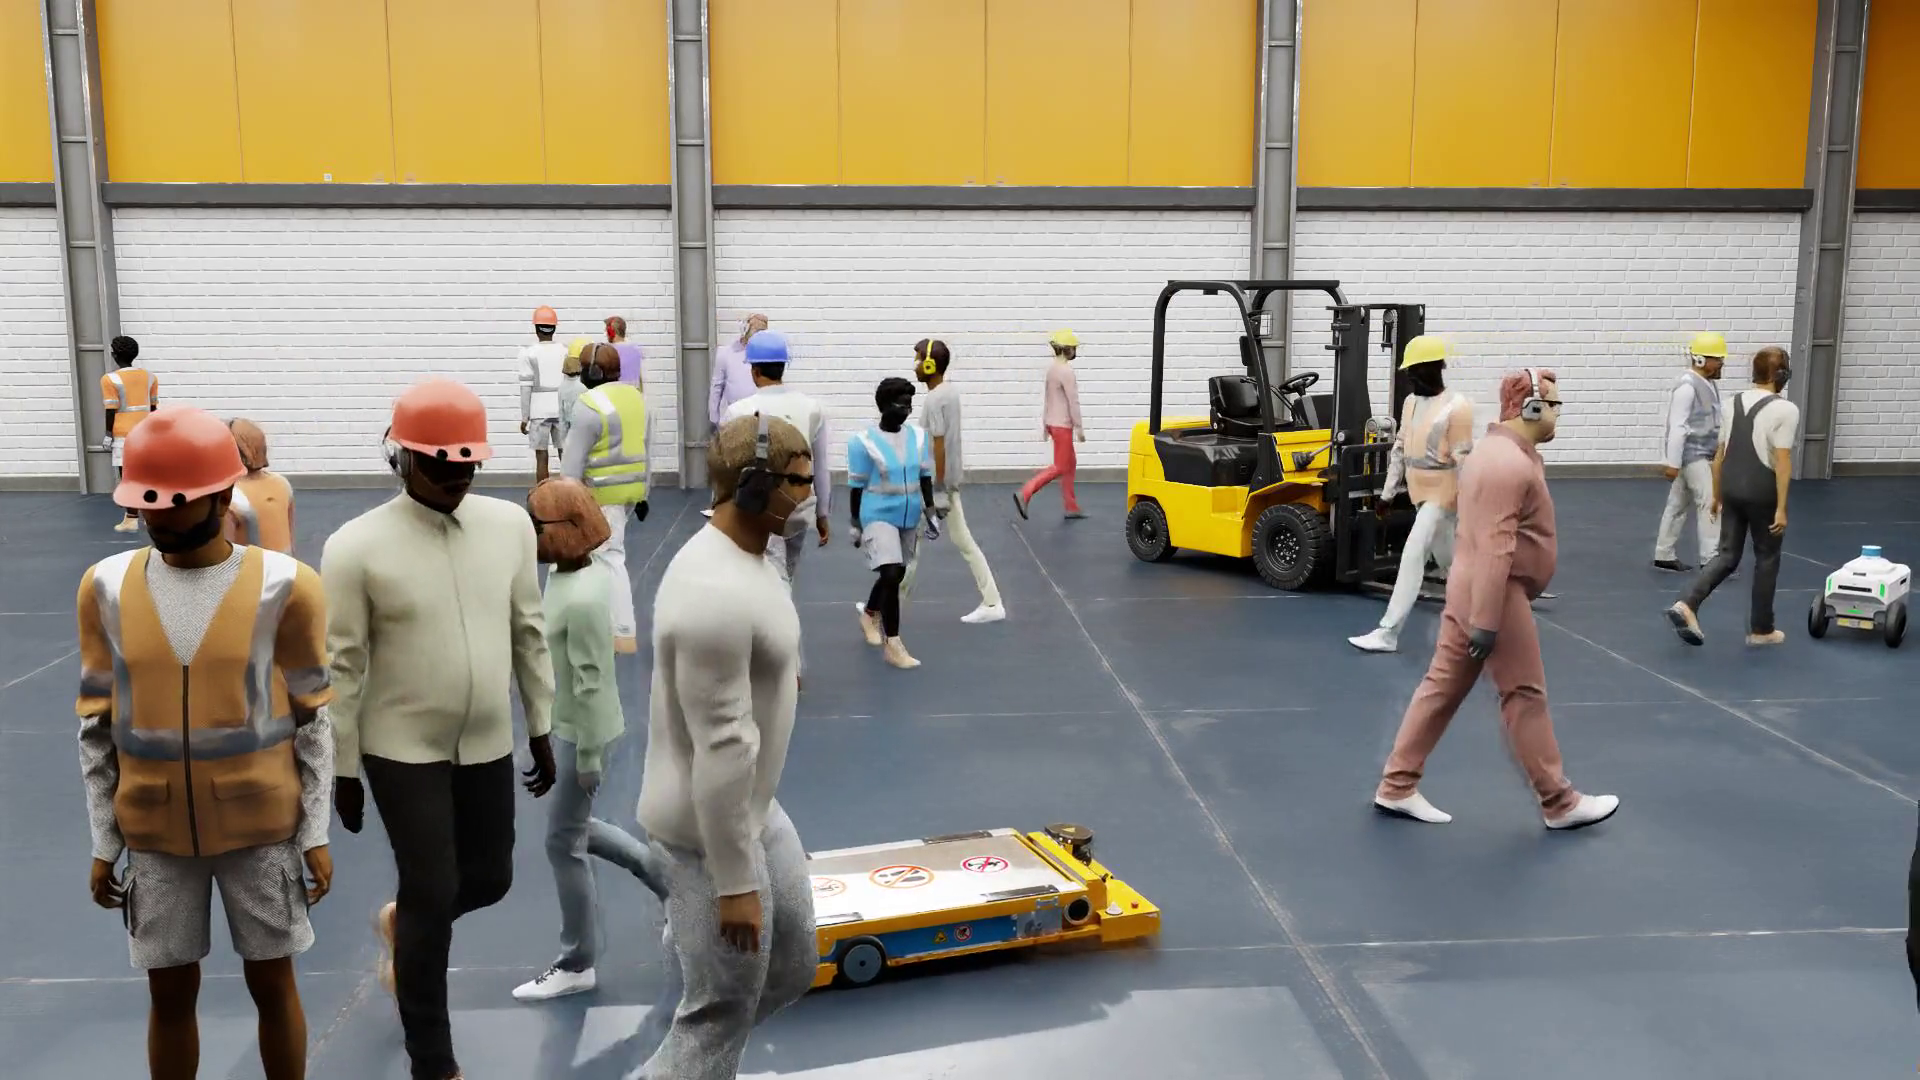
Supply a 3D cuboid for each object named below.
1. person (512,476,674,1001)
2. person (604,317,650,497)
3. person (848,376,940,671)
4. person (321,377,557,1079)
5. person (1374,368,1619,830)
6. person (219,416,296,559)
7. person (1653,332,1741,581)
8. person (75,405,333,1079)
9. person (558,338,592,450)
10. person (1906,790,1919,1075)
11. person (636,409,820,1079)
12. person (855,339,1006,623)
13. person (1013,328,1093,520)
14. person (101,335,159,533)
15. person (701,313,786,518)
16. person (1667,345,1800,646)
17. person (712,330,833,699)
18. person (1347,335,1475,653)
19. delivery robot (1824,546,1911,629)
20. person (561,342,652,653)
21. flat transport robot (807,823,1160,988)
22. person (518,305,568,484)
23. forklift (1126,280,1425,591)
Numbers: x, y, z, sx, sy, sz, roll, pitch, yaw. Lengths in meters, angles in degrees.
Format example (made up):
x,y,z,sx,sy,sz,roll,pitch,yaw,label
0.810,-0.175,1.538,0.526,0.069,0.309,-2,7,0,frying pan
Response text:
x,y,z,sx,sy,sz,roll,pitch,yaw,label
-1.107,0.597,5.129,0.544,1.613,0.514,-3,10,-18,person
-3.470,-1.320,16.613,0.928,1.797,0.579,3,10,20,person
-0.432,-0.132,9.603,0.521,1.658,0.826,-7,12,-38,person
-1.462,0.526,4.536,0.802,1.961,0.625,8,12,42,person
2.151,0.247,6.606,0.980,1.851,0.659,1,9,7,person
-2.945,0.299,6.952,0.329,1.637,0.540,2,9,11,person
5.481,-0.611,12.164,0.764,1.799,0.596,6,11,32,person
-1.709,0.655,3.792,0.542,1.930,0.375,-2,9,-10,person
-2.838,-0.653,12.589,0.486,1.745,0.295,8,12,41,person
1.741,0.843,2.573,0.464,1.971,0.678,-3,10,-20,person
-0.540,0.665,3.766,0.463,1.918,0.660,0,9,1,person
-0.151,-0.368,10.578,1.001,1.816,0.539,3,9,17,person
0.841,-1.027,14.931,0.741,1.745,0.516,-2,9,-14,person
-7.147,-0.911,14.354,0.320,1.697,0.531,4,10,26,person
-1.963,-1.097,15.008,0.783,1.883,0.402,0,9,0,person
4.596,-0.237,9.789,0.801,1.813,0.531,-5,10,-26,person
-1.073,-0.149,8.871,0.639,1.914,0.882,-8,12,-40,person
2.795,-0.264,9.815,1.013,1.884,0.588,-2,9,-12,person
5.555,0.278,10.169,0.477,0.478,0.707,8,12,40,delivery robot
-2.124,-0.245,9.798,0.588,1.824,0.637,3,10,18,person
-0.119,1.202,5.552,1.431,0.197,0.652,-3,10,-21,flat transport robot
-3.745,-1.157,15.146,0.542,1.938,0.358,-5,11,-31,person
2.301,-0.860,12.475,1.214,2.155,2.313,-6,11,-35,forklift
